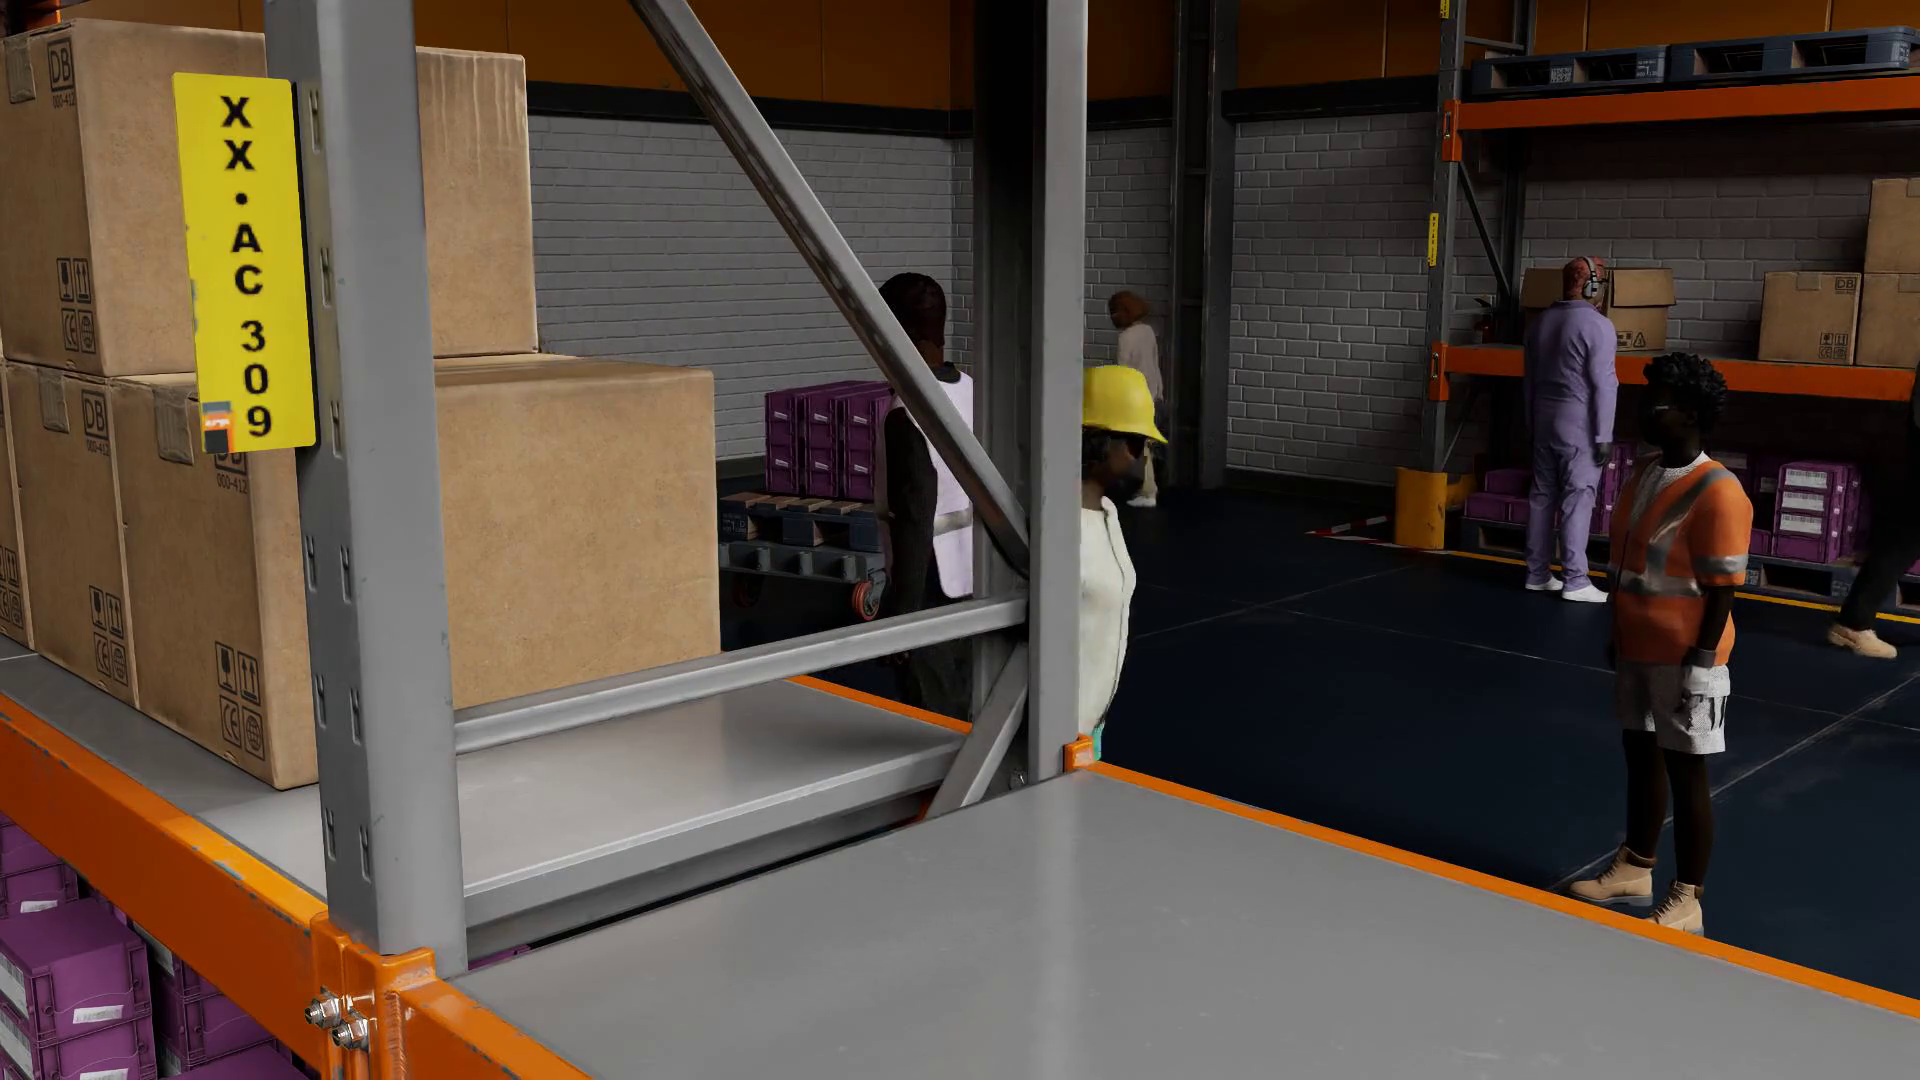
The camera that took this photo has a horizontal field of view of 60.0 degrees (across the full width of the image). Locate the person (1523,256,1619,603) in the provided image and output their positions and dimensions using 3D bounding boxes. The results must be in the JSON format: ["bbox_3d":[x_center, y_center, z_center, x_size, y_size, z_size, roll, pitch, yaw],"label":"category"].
[{"bbox_3d":[3.415,-0.613,9.254,0.400,1.910,0.643,-4,11,-19],"label":"person"}]

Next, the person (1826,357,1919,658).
[{"bbox_3d":[4.696,-0.411,7.785,0.696,2.000,1.036,-10,14,-43],"label":"person"}]

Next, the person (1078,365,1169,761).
[{"bbox_3d":[0.156,0.440,4.005,0.728,1.734,0.556,4,11,20],"label":"person"}]

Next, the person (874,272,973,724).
[{"bbox_3d":[-0.088,0.157,5.039,0.392,1.914,0.587,3,11,16],"label":"person"}]

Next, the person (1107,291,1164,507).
[{"bbox_3d":[1.308,-1.038,12.358,0.409,1.605,0.563,7,12,32],"label":"person"}]

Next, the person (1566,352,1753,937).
[{"bbox_3d":[2.022,0.312,4.780,0.320,1.697,0.531,-1,10,-7],"label":"person"}]
